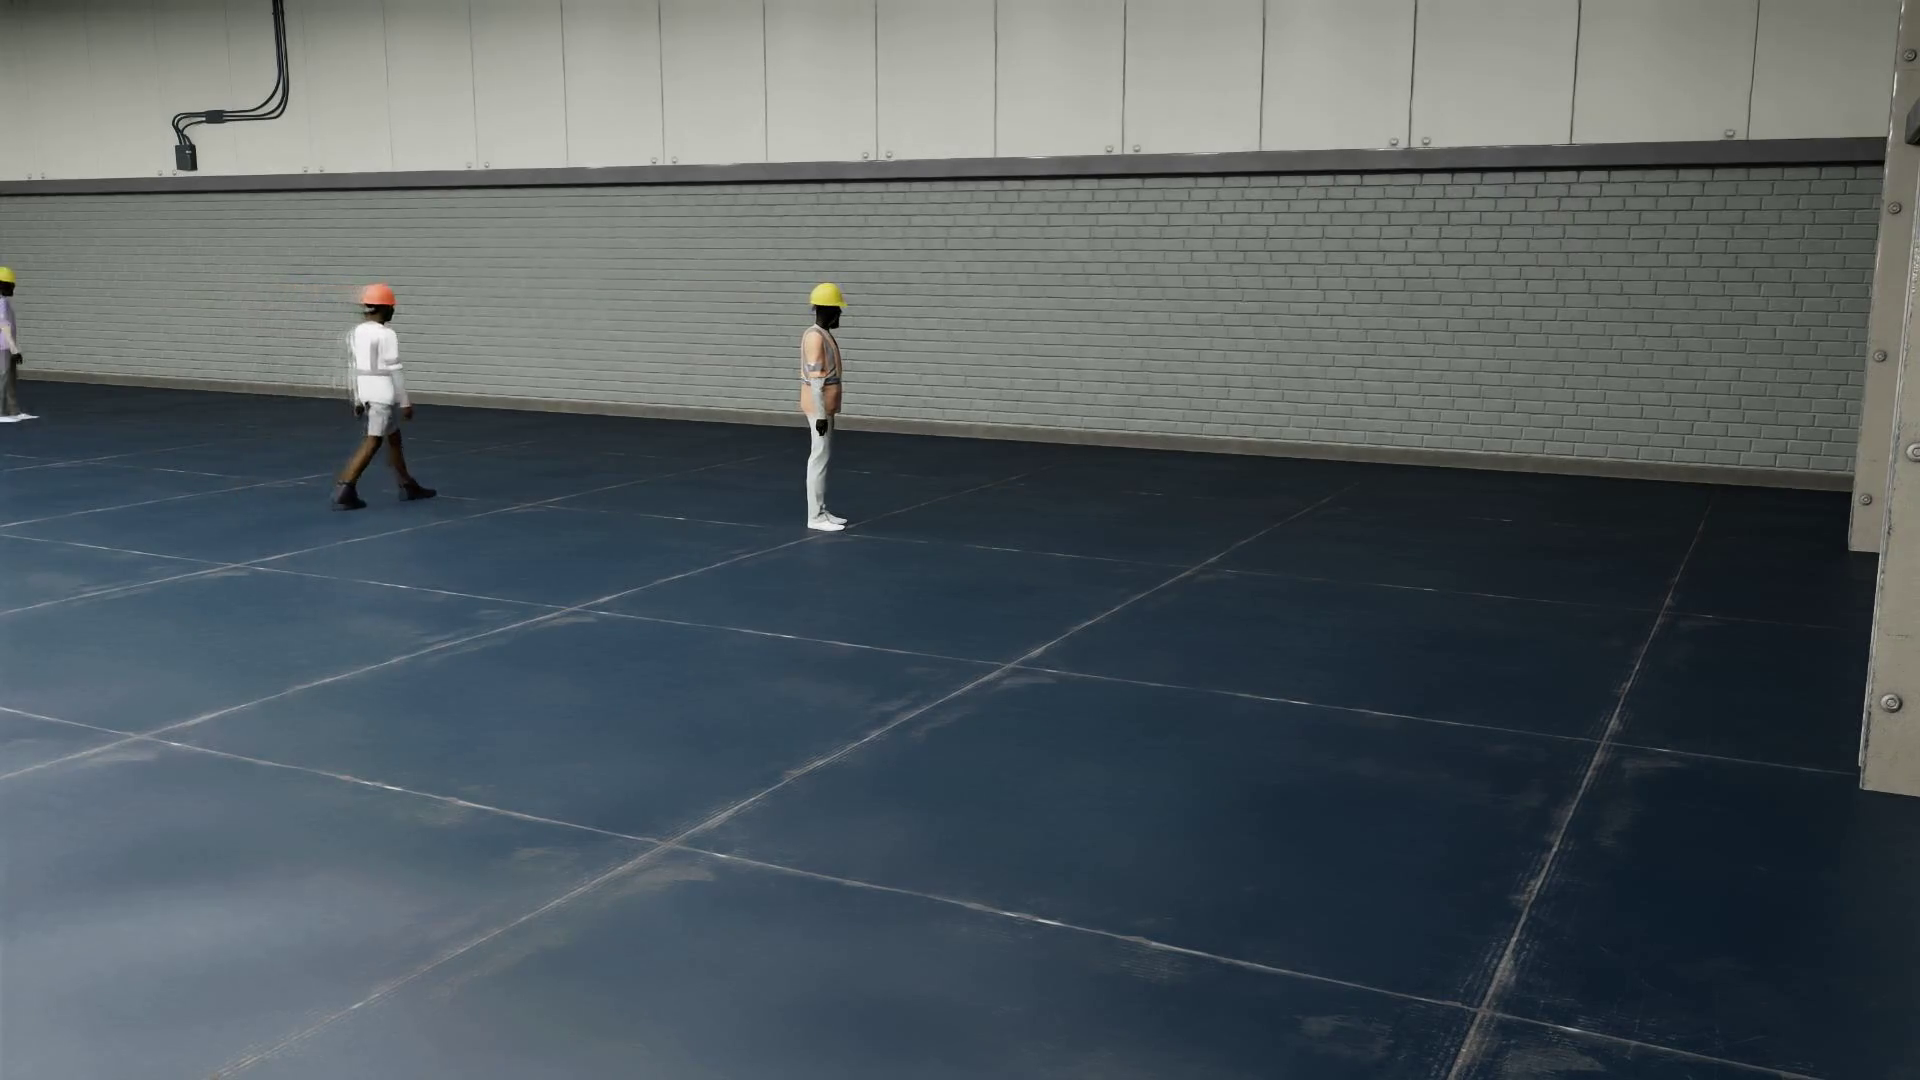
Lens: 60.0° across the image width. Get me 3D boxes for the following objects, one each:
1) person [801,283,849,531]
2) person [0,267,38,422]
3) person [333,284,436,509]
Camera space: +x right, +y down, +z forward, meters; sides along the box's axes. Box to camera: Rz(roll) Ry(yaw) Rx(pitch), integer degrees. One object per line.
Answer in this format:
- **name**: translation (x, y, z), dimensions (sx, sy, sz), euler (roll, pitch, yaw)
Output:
- **person**: translation (-1.049, -1.036, 13.006), dimensions (0.377, 1.923, 0.595), euler (0, 10, 0)
- **person**: translation (-11.790, -2.414, 20.563), dimensions (0.404, 1.926, 0.598), euler (-6, 12, -31)
- **person**: translation (-4.955, -1.221, 14.120), dimensions (0.561, 1.895, 0.978), euler (9, 14, 41)
